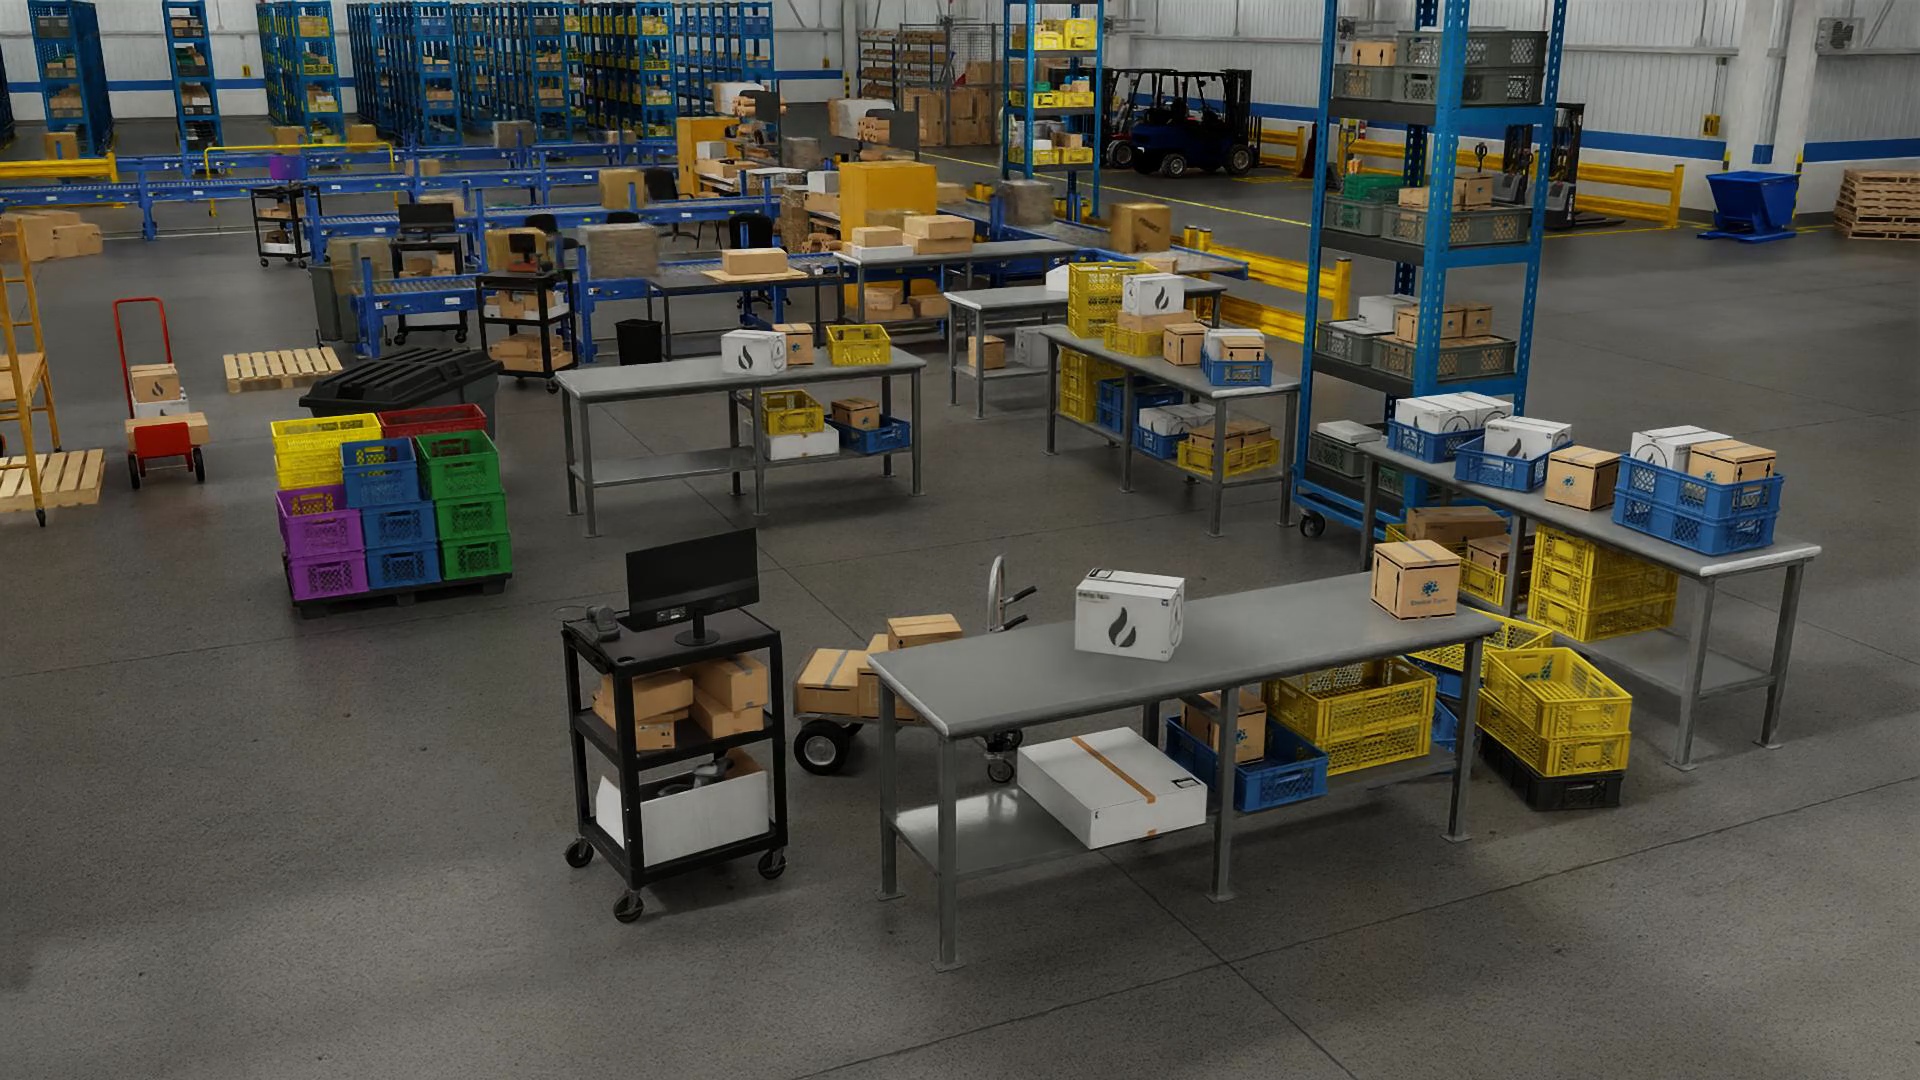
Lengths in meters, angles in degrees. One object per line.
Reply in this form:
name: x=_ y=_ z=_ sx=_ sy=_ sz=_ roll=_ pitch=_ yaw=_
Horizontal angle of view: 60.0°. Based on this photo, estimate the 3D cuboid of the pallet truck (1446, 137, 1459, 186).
pallet truck: x=9.184 y=-6.485 z=29.328 sx=1.630 sy=1.274 sz=0.653 roll=-8 pitch=19 yaw=-23

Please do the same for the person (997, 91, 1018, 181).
person: x=0.962 y=-8.141 z=33.682 sx=0.404 sy=1.832 sz=0.592 roll=4 pitch=18 yaw=12

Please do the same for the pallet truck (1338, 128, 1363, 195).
pallet truck: x=7.845 y=-7.140 z=31.411 sx=1.522 sy=1.261 sz=0.704 roll=-9 pitch=20 yaw=-25

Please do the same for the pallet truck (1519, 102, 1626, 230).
pallet truck: x=9.972 y=-6.037 z=26.785 sx=1.885 sy=1.965 sz=0.823 roll=-9 pitch=20 yaw=-25

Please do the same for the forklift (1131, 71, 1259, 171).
forklift: x=4.998 y=-8.936 z=35.413 sx=2.680 sy=1.987 sz=1.157 roll=-9 pitch=20 yaw=-25

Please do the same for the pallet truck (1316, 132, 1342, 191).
pallet truck: x=7.723 y=-7.504 z=32.656 sx=1.601 sy=1.201 sz=0.680 roll=-8 pitch=19 yaw=-23

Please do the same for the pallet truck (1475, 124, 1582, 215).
pallet truck: x=9.707 y=-6.455 z=28.103 sx=1.885 sy=1.965 sz=0.823 roll=-7 pitch=19 yaw=-20

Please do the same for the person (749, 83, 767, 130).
person: x=-4.524 y=-9.168 z=36.858 sx=0.872 sy=1.875 sz=0.639 roll=-6 pitch=19 yaw=-18

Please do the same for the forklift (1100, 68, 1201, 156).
forklift: x=4.082 y=-9.564 z=37.410 sx=2.680 sy=1.987 sz=1.157 roll=-8 pitch=19 yaw=-23

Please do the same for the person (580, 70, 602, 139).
person: x=-10.111 y=-11.929 z=45.602 sx=0.565 sy=1.840 sz=0.390 roll=3 pitch=18 yaw=10
